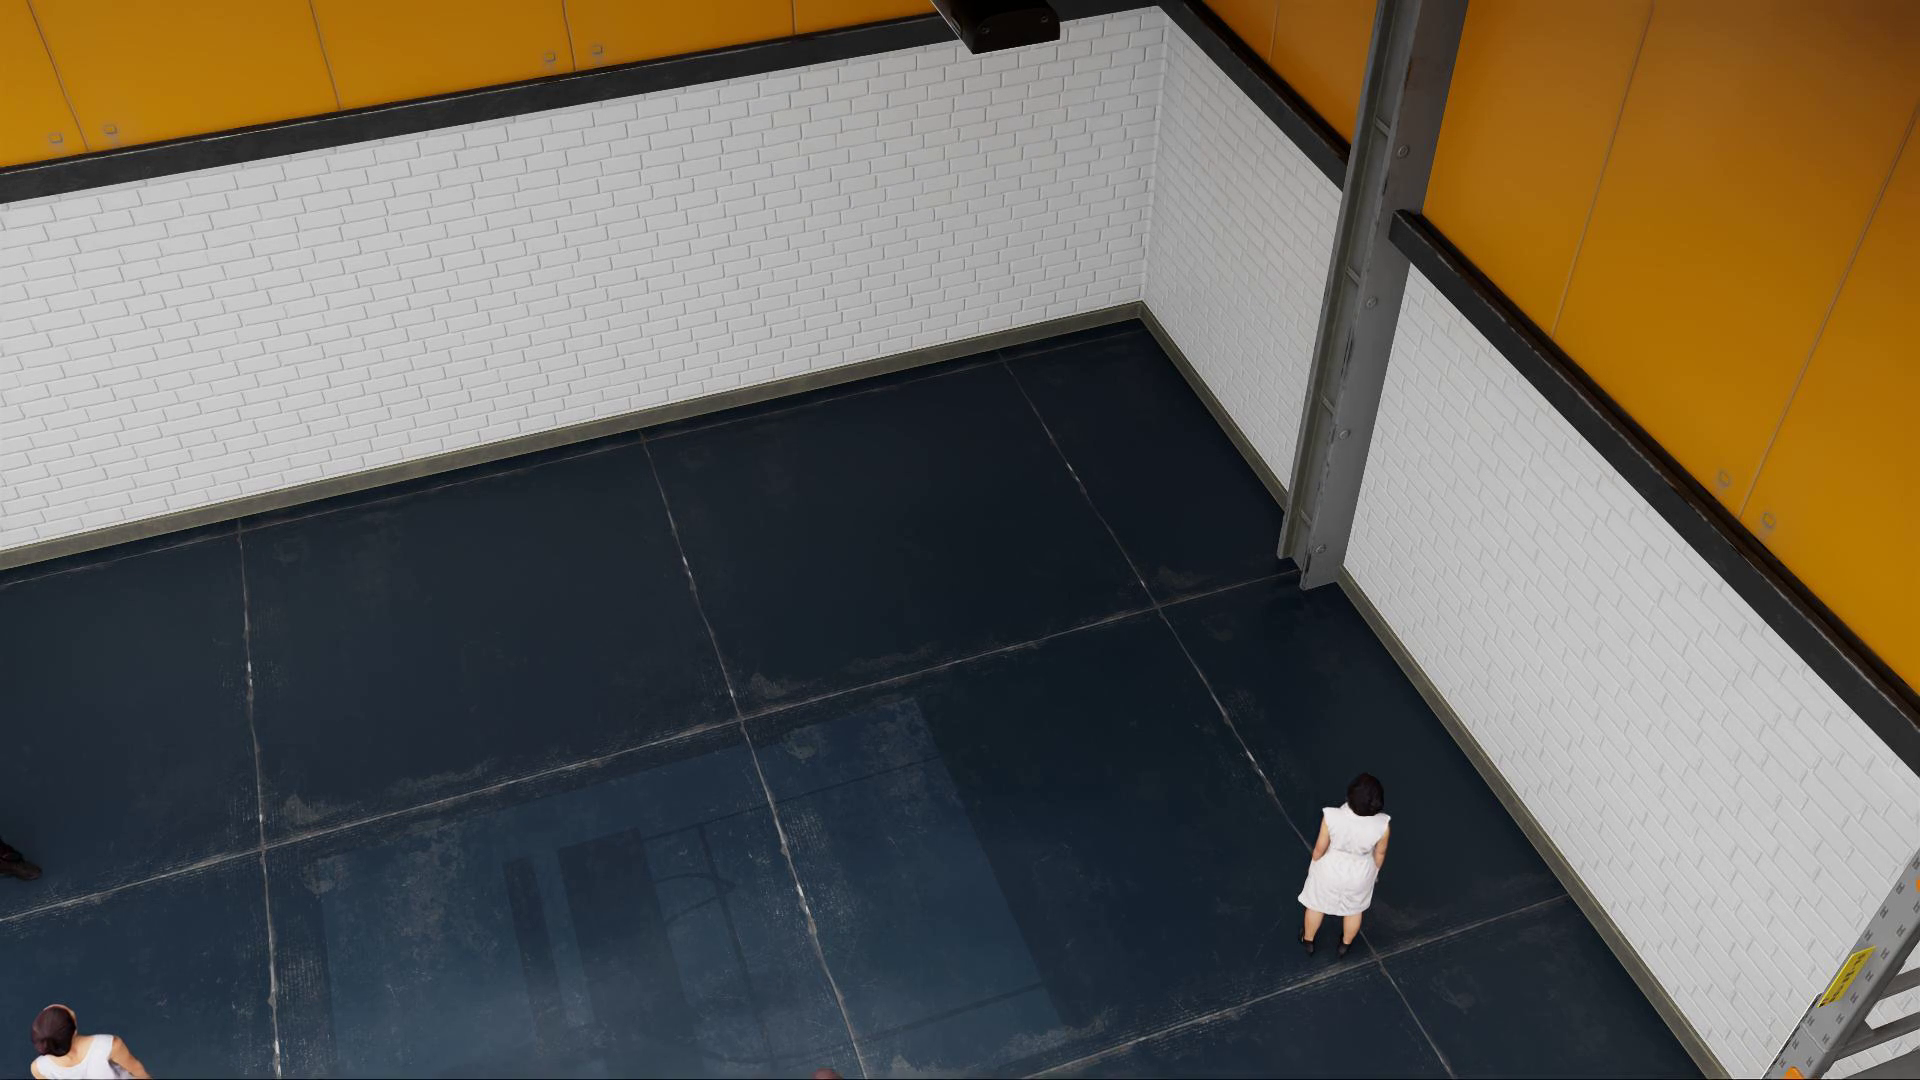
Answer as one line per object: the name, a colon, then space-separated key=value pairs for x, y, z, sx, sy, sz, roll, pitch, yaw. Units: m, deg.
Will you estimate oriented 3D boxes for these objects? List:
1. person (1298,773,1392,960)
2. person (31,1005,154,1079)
person: x=2.105 y=1.797 z=9.108 sx=0.640 sy=1.554 sz=0.656 roll=6 pitch=44 yaw=6
person: x=-4.126 y=2.735 z=8.091 sx=0.559 sy=1.601 sz=0.543 roll=-15 pitch=46 yaw=-15
